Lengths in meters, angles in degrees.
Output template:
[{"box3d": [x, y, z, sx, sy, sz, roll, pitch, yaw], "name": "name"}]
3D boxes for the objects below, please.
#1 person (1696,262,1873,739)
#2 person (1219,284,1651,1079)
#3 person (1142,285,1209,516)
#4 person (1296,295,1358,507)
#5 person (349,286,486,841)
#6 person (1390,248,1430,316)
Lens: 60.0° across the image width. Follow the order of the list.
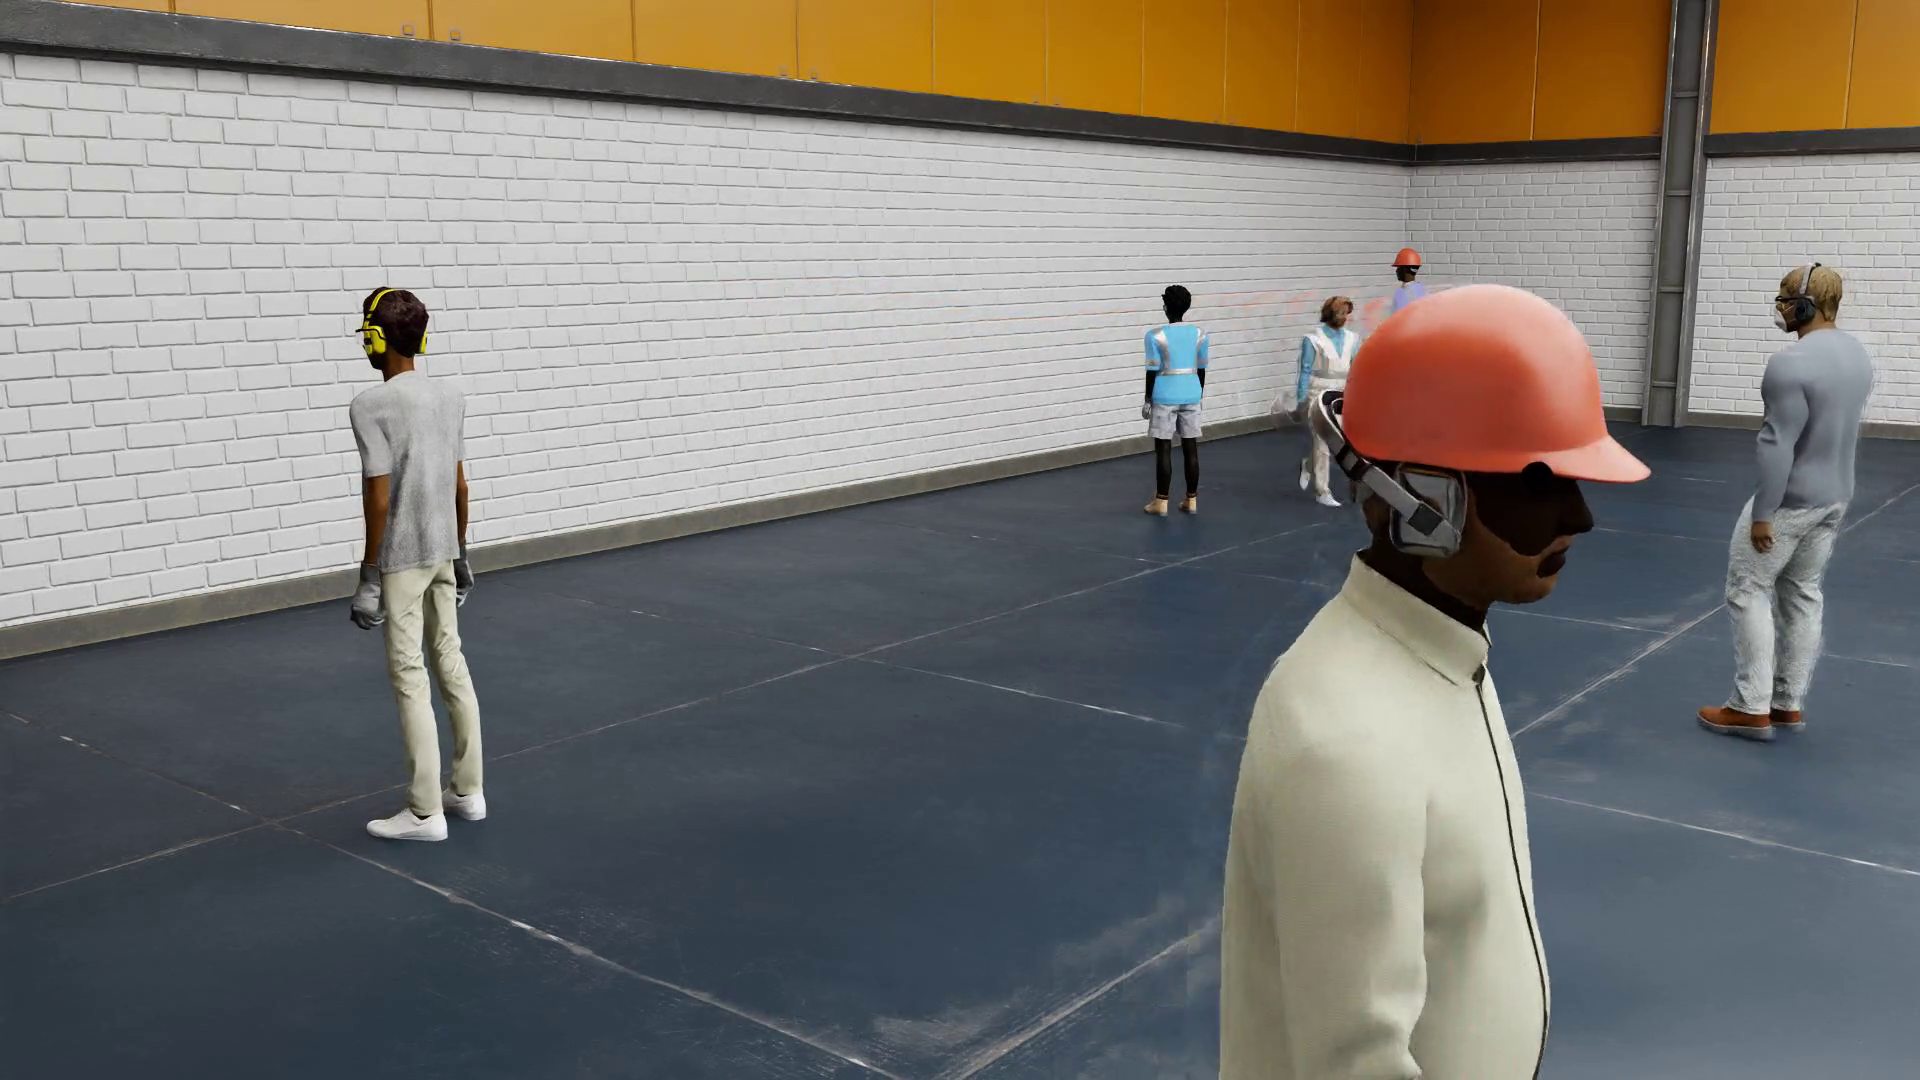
[{"box3d": [3.377, -0.149, 6.753, 0.650, 1.936, 0.432, -7, 12, -32], "name": "person"}, {"box3d": [0.527, 0.715, 1.840, 0.573, 1.971, 0.662, 5, 11, 24], "name": "person"}, {"box3d": [1.578, -1.021, 12.241, 0.535, 1.697, 0.318, -4, 11, -23], "name": "person"}, {"box3d": [2.796, -1.092, 12.883, 0.551, 1.611, 0.675, -5, 11, -24], "name": "person"}, {"box3d": [-1.852, 0.090, 5.624, 0.309, 1.863, 0.534, 4, 11, 23], "name": "person"}, {"box3d": [4.407, -1.909, 16.496, 0.358, 1.938, 0.542, 9, 14, 41], "name": "person"}]
